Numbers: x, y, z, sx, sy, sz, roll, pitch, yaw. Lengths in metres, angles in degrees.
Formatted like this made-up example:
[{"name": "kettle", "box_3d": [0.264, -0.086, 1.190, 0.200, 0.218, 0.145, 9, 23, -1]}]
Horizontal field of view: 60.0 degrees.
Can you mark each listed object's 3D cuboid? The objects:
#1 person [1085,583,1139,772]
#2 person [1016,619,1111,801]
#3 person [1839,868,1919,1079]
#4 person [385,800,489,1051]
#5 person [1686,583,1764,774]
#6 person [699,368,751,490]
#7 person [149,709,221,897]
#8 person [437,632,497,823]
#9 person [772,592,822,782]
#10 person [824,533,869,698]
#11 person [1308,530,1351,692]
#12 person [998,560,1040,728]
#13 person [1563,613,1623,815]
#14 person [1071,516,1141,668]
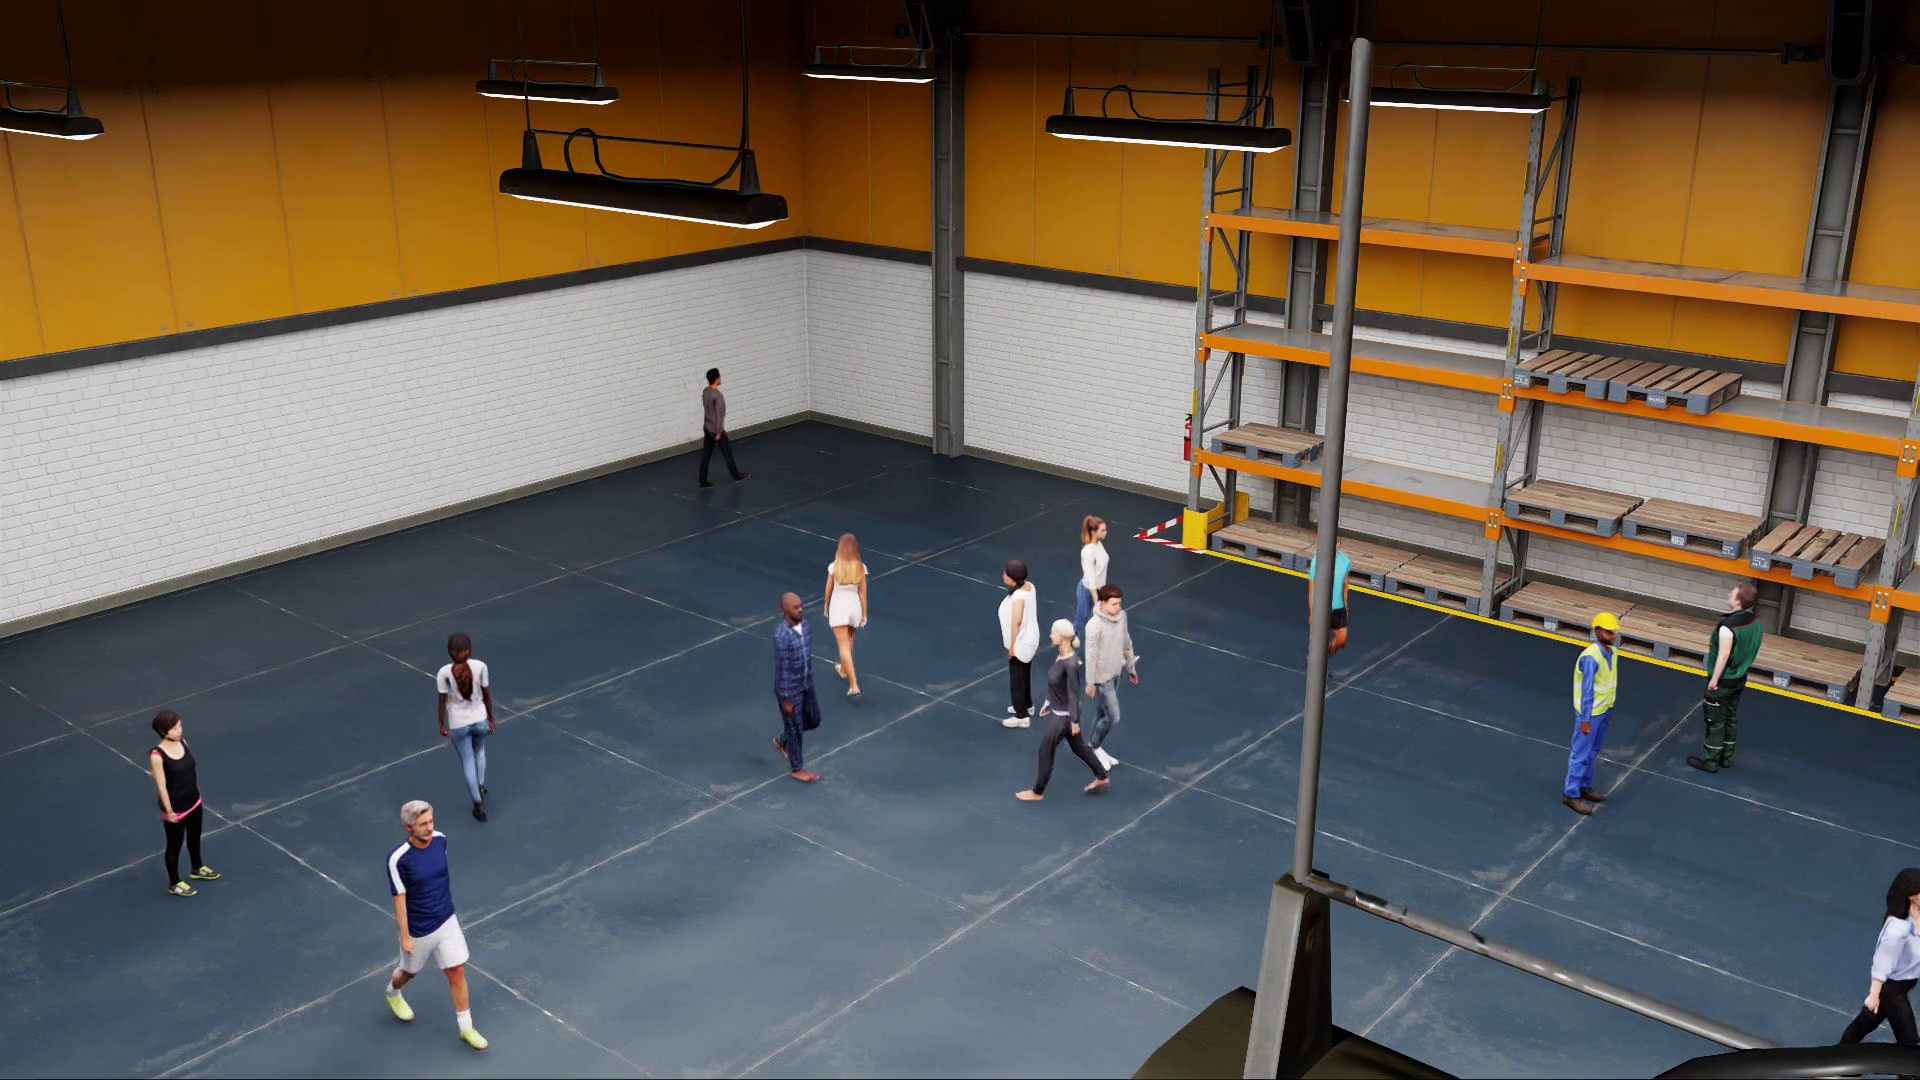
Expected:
[{"name": "person", "box_3d": [1.263, 1.233, 15.381, 0.679, 1.833, 0.711, 11, 22, 30]}, {"name": "person", "box_3d": [1.027, 1.516, 14.772, 1.140, 1.683, 1.015, 0, 19, -1]}, {"name": "person", "box_3d": [5.900, 2.864, 10.719, 0.941, 1.716, 0.641, 15, 23, 37]}, {"name": "person", "box_3d": [-3.716, 2.599, 11.376, 1.203, 1.799, 0.681, 13, 23, 34]}, {"name": "person", "box_3d": [7.057, 1.251, 15.311, 0.714, 1.843, 0.693, -12, 22, -31]}, {"name": "person", "box_3d": [-3.599, -1.563, 23.837, 0.806, 1.734, 1.020, -5, 19, -15]}, {"name": "person", "box_3d": [-6.265, 2.075, 13.322, 0.632, 1.551, 0.620, 5, 19, 14]}, {"name": "person", "box_3d": [-4.228, 1.634, 14.382, 0.752, 1.709, 0.896, -11, 22, -30]}, {"name": "person", "box_3d": [-1.571, 1.323, 15.155, 0.852, 1.806, 0.725, 11, 21, 29]}, {"name": "person", "box_3d": [-1.145, 0.796, 16.958, 0.986, 1.653, 1.217, -7, 20, -19]}, {"name": "person", "box_3d": [3.730, 0.690, 17.103, 0.770, 1.762, 0.815, -7, 20, -19]}, {"name": "person", "box_3d": [0.575, 0.992, 16.333, 0.773, 1.681, 0.758, 4, 19, 13]}, {"name": "person", "box_3d": [5.587, 1.489, 14.650, 0.687, 1.813, 0.587, -17, 25, -42]}, {"name": "person", "box_3d": [1.298, 0.577, 17.573, 1.151, 1.676, 0.820, 8, 20, 23]}]
